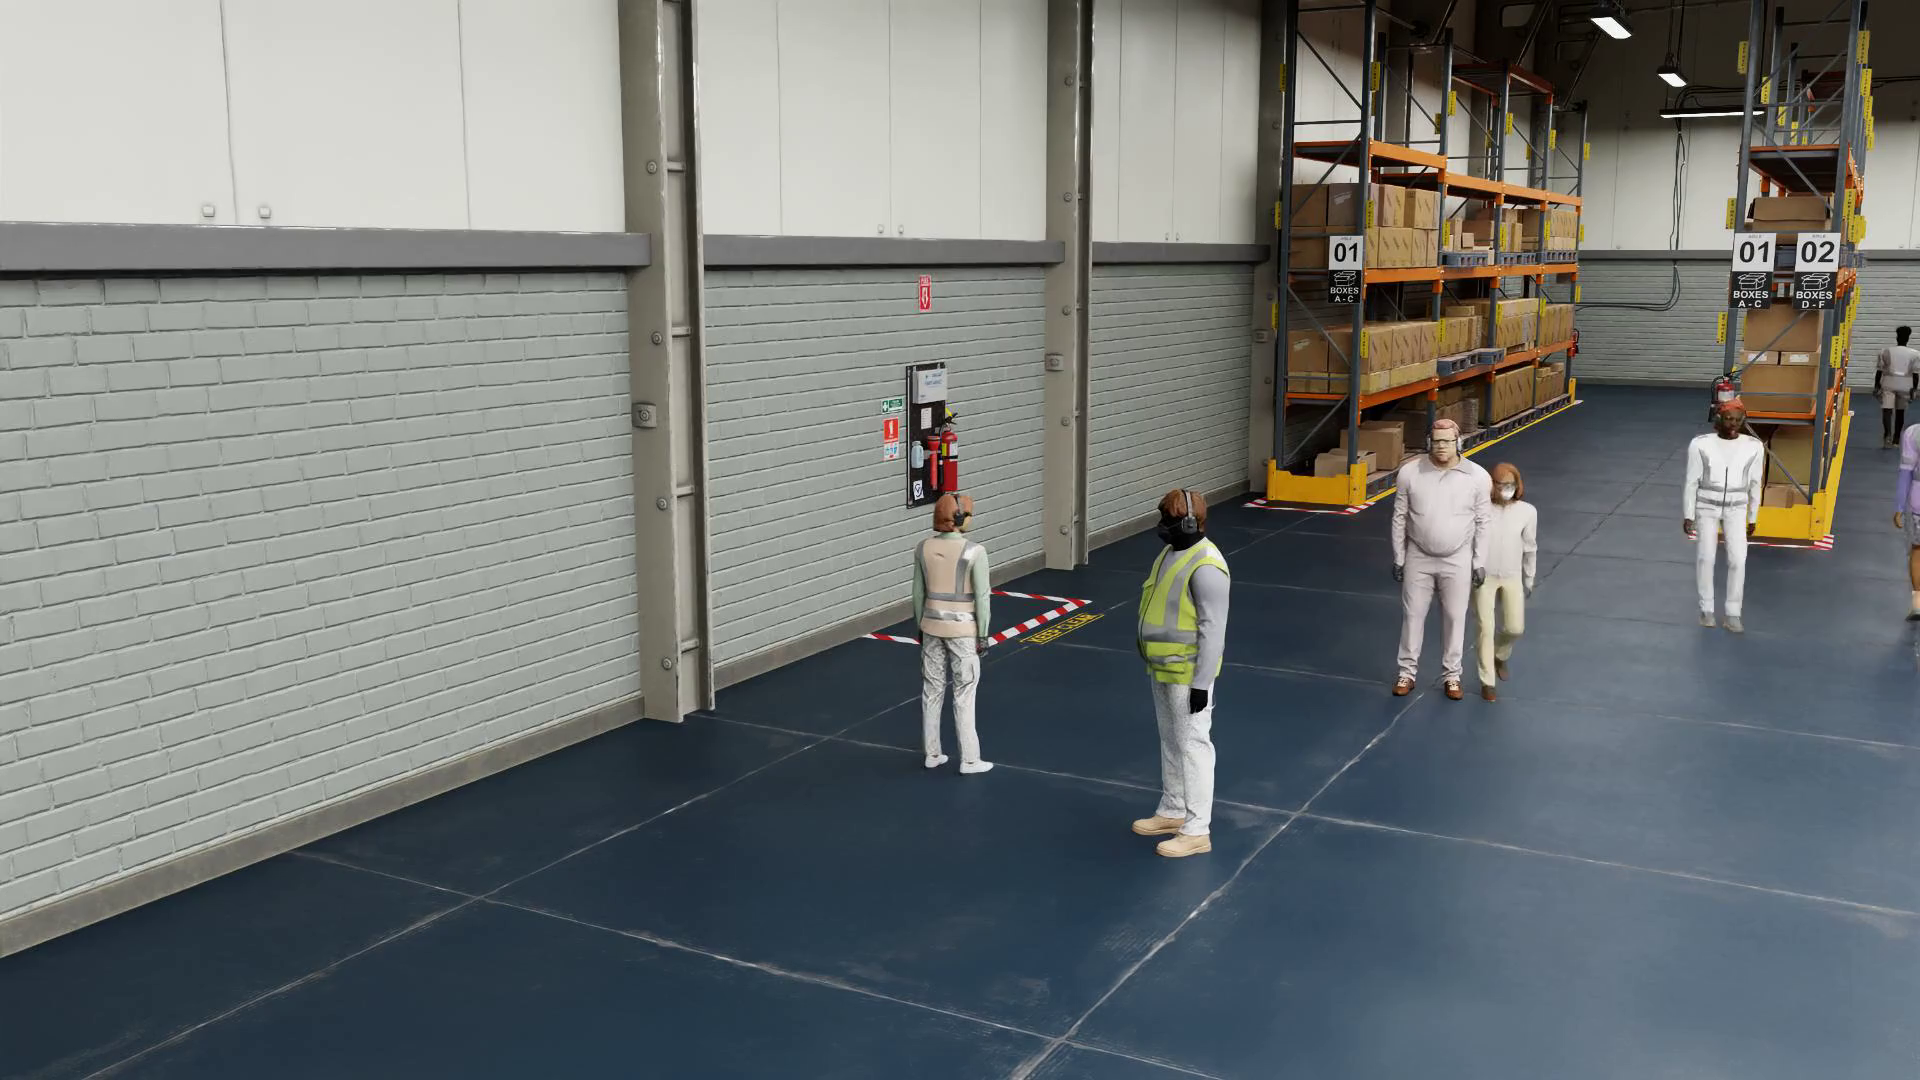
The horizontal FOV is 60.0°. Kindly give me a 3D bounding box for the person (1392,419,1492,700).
[{"bbox_3d":[3.242,0.132,11.256,0.642,1.909,0.399,3,10,18],"label":"person"}]

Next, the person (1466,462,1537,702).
[{"bbox_3d":[3.650,0.267,11.311,0.511,1.621,0.475,1,10,3],"label":"person"}]

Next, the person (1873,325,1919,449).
[{"bbox_3d":[14.610,-2.384,25.939,0.607,1.930,0.951,4,11,23],"label":"person"}]

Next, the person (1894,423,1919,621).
[{"bbox_3d":[7.855,-0.277,13.310,0.632,2.022,0.468,6,12,34],"label":"person"}]

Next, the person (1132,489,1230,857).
[{"bbox_3d":[1.106,0.657,8.376,0.429,1.843,0.633,-2,10,-14],"label":"person"}]

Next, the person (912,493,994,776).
[{"bbox_3d":[-0.049,0.546,9.625,0.515,1.636,0.315,7,12,34],"label":"person"}]

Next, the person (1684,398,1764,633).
[{"bbox_3d":[6.084,-0.187,13.274,0.580,1.863,0.716,3,10,18],"label":"person"}]
